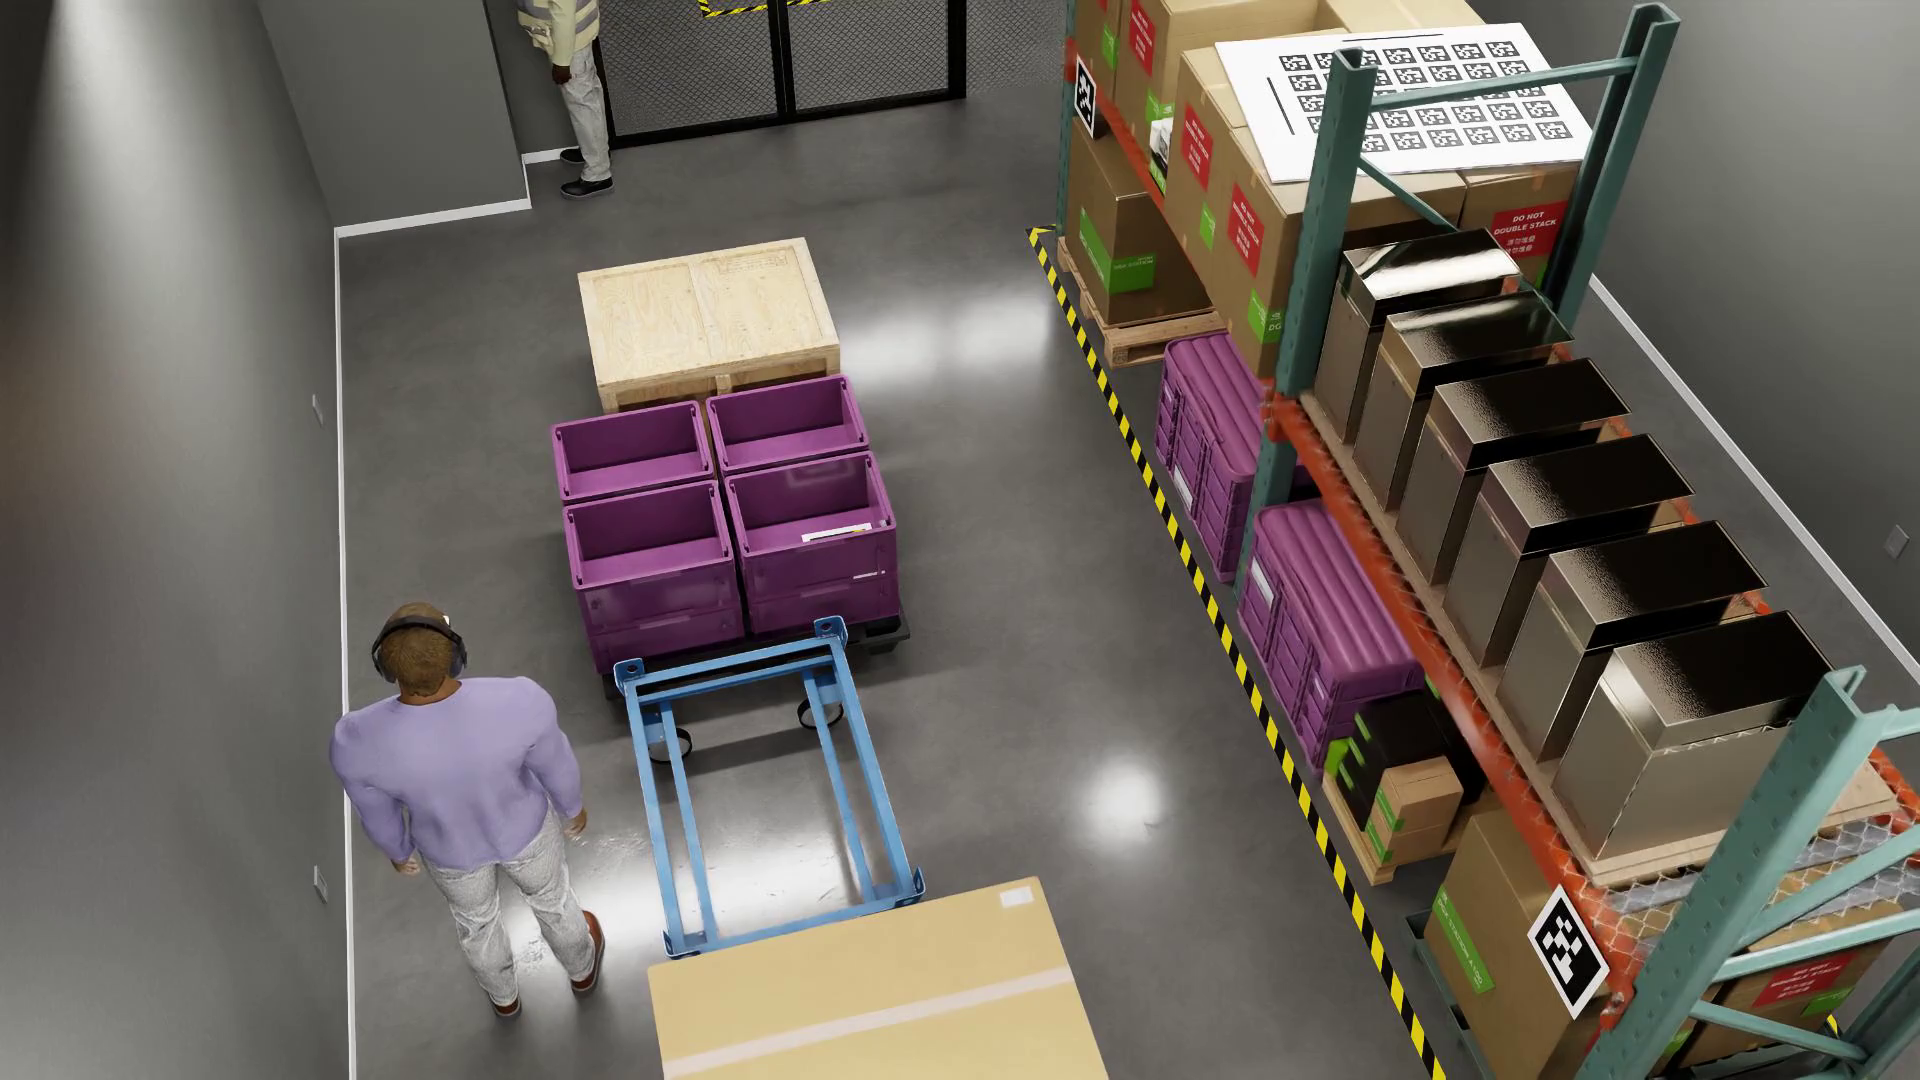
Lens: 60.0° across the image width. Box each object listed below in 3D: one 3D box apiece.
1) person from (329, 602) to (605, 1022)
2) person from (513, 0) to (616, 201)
[{"bbox_3d":[-1.455,0.869,5.088,0.636,1.939,0.363,-13,49,-12],"label":"person"},{"bbox_3d":[-1.993,-2.567,8.315,0.404,1.833,0.592,-6,48,-5],"label":"person"}]
